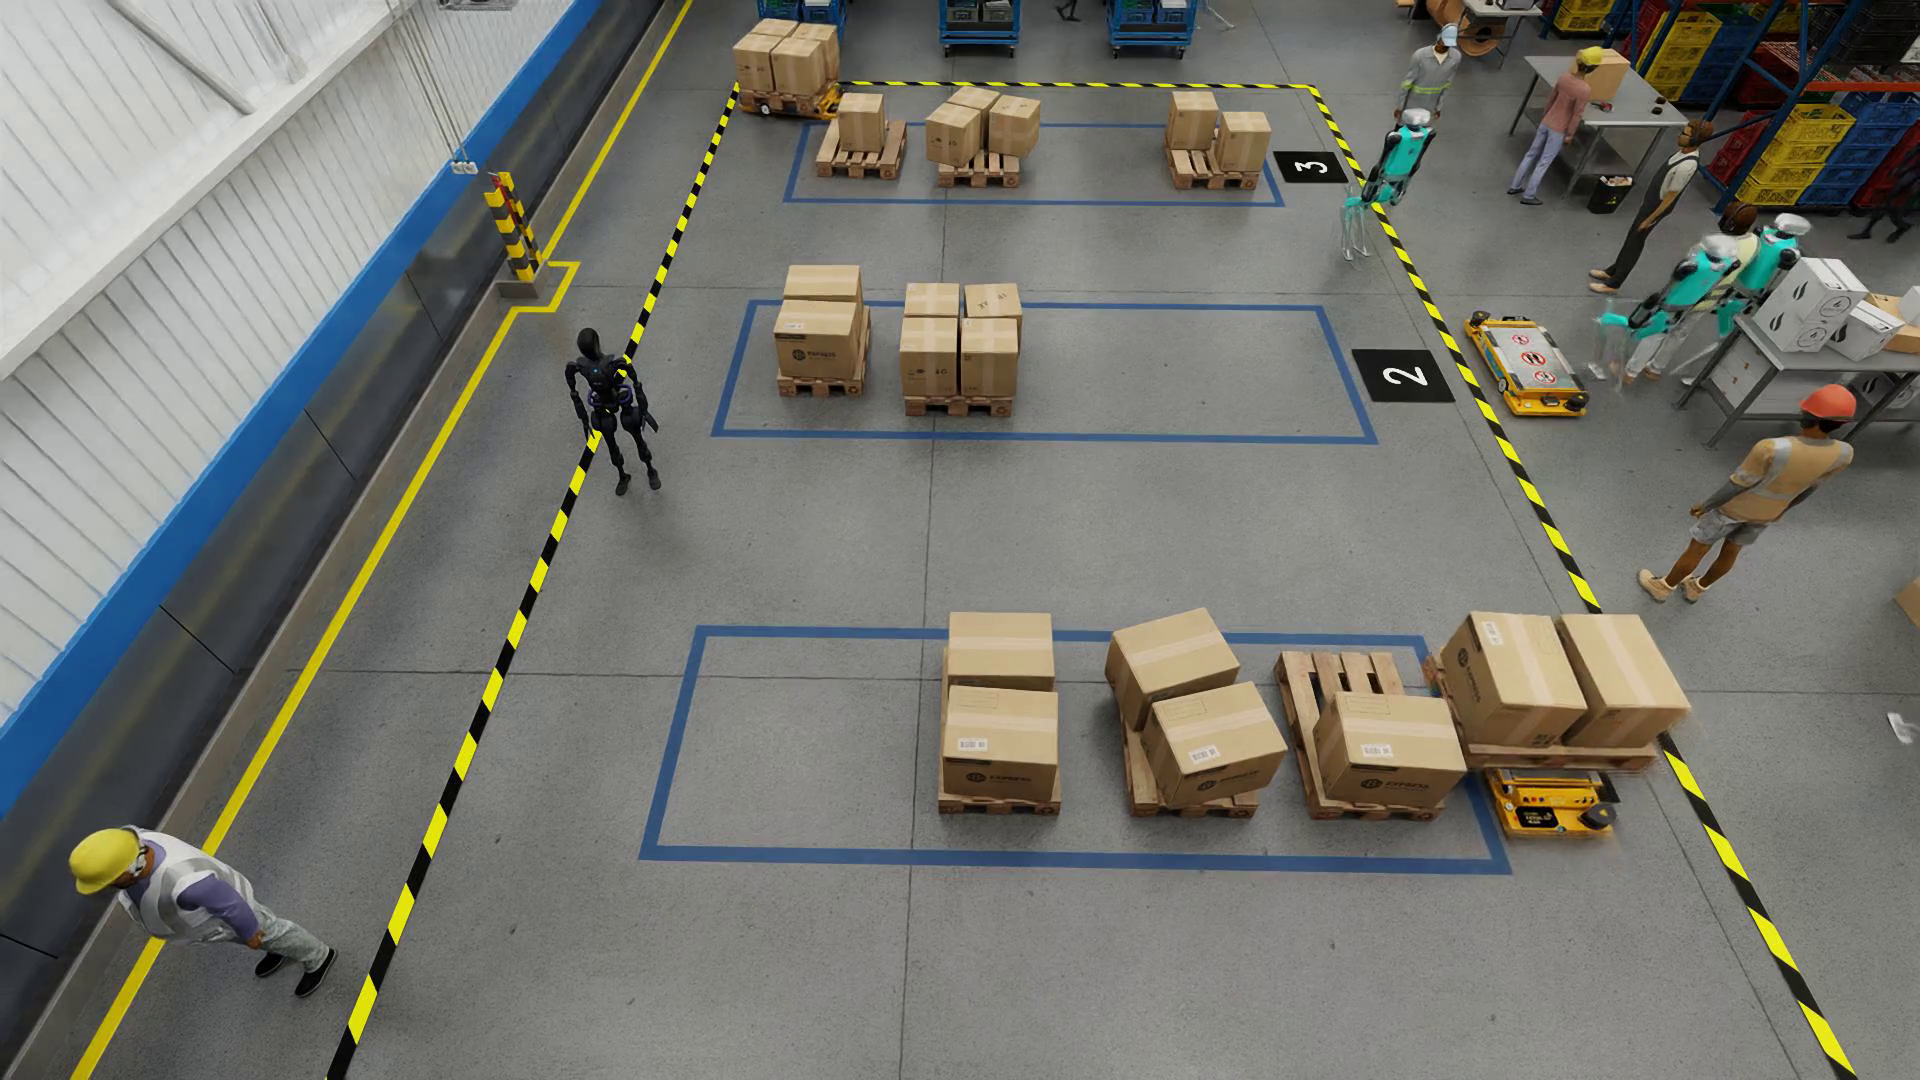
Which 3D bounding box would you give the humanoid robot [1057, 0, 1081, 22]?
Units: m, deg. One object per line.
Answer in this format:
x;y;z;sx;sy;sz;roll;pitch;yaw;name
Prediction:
1.793;-9.081;14.466;0.408;1.646;0.608;9;50;8;humanoid robot

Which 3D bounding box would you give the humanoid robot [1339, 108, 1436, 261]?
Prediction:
4.456;-3.853;9.808;0.533;1.677;0.735;-12;50;-10;humanoid robot

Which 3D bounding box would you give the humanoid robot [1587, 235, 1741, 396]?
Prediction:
6.284;-2.121;8.415;0.535;1.776;0.848;-5;49;-4;humanoid robot

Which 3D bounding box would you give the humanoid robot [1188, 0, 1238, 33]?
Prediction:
3.890;-8.666;14.060;1.042;1.726;0.547;15;51;12;humanoid robot

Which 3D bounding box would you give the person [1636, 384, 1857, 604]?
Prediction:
5.656;-0.267;6.598;0.604;2.035;0.386;3;49;3;person

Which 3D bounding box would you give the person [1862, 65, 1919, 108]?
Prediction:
11.995;-6.056;11.616;0.401;2.030;0.609;-22;53;-18;person

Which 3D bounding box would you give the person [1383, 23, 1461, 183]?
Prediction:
5.526;-5.217;11.004;0.587;1.850;0.393;-2;49;-1;person

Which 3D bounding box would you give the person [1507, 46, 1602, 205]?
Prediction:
6.977;-4.824;10.715;0.299;1.772;0.523;-10;50;-9;person

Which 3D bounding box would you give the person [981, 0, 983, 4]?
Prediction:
0.202;-9.009;14.396;0.898;1.685;0.482;19;52;16;person

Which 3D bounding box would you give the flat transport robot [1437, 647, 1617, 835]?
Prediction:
3.902;1.322;6.371;0.652;0.197;1.431;1;49;1;flat transport robot

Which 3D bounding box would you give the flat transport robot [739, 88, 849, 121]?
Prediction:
-2.319;-6.201;12.882;1.431;0.197;0.652;11;50;10;flat transport robot

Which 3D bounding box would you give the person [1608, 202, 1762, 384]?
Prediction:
6.683;-2.224;8.426;0.630;1.834;0.429;-8;50;-7;person

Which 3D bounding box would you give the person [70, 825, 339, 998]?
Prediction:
-3.929;1.951;4.812;0.587;1.829;0.403;19;52;15;person

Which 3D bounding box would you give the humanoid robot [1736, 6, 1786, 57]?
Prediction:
12.208;-8.189;13.706;0.605;1.635;0.724;35;58;26;humanoid robot

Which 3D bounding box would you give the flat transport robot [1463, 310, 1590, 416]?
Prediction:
5.573;-1.757;9.054;0.659;0.231;1.431;1;49;1;flat transport robot

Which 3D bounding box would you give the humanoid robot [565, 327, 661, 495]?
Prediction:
-2.808;-1.031;7.487;0.599;1.653;0.315;-8;50;-7;humanoid robot

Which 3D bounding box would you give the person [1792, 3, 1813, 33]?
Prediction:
13.214;-8.780;14.081;0.504;1.861;0.329;-8;50;-7;person

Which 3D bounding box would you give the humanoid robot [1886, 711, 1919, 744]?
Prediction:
6.808;1.002;5.696;0.562;1.774;0.803;2;49;1;humanoid robot

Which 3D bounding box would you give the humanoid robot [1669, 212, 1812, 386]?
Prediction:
7.270;-2.111;8.405;0.669;1.821;0.557;0;49;0;humanoid robot

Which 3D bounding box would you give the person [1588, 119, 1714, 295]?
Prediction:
7.110;-3.404;9.437;0.339;1.845;0.513;21;52;17;person

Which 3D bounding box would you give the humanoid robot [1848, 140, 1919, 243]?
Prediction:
10.661;-4.048;10.102;0.482;1.641;0.584;-6;49;-5;humanoid robot
